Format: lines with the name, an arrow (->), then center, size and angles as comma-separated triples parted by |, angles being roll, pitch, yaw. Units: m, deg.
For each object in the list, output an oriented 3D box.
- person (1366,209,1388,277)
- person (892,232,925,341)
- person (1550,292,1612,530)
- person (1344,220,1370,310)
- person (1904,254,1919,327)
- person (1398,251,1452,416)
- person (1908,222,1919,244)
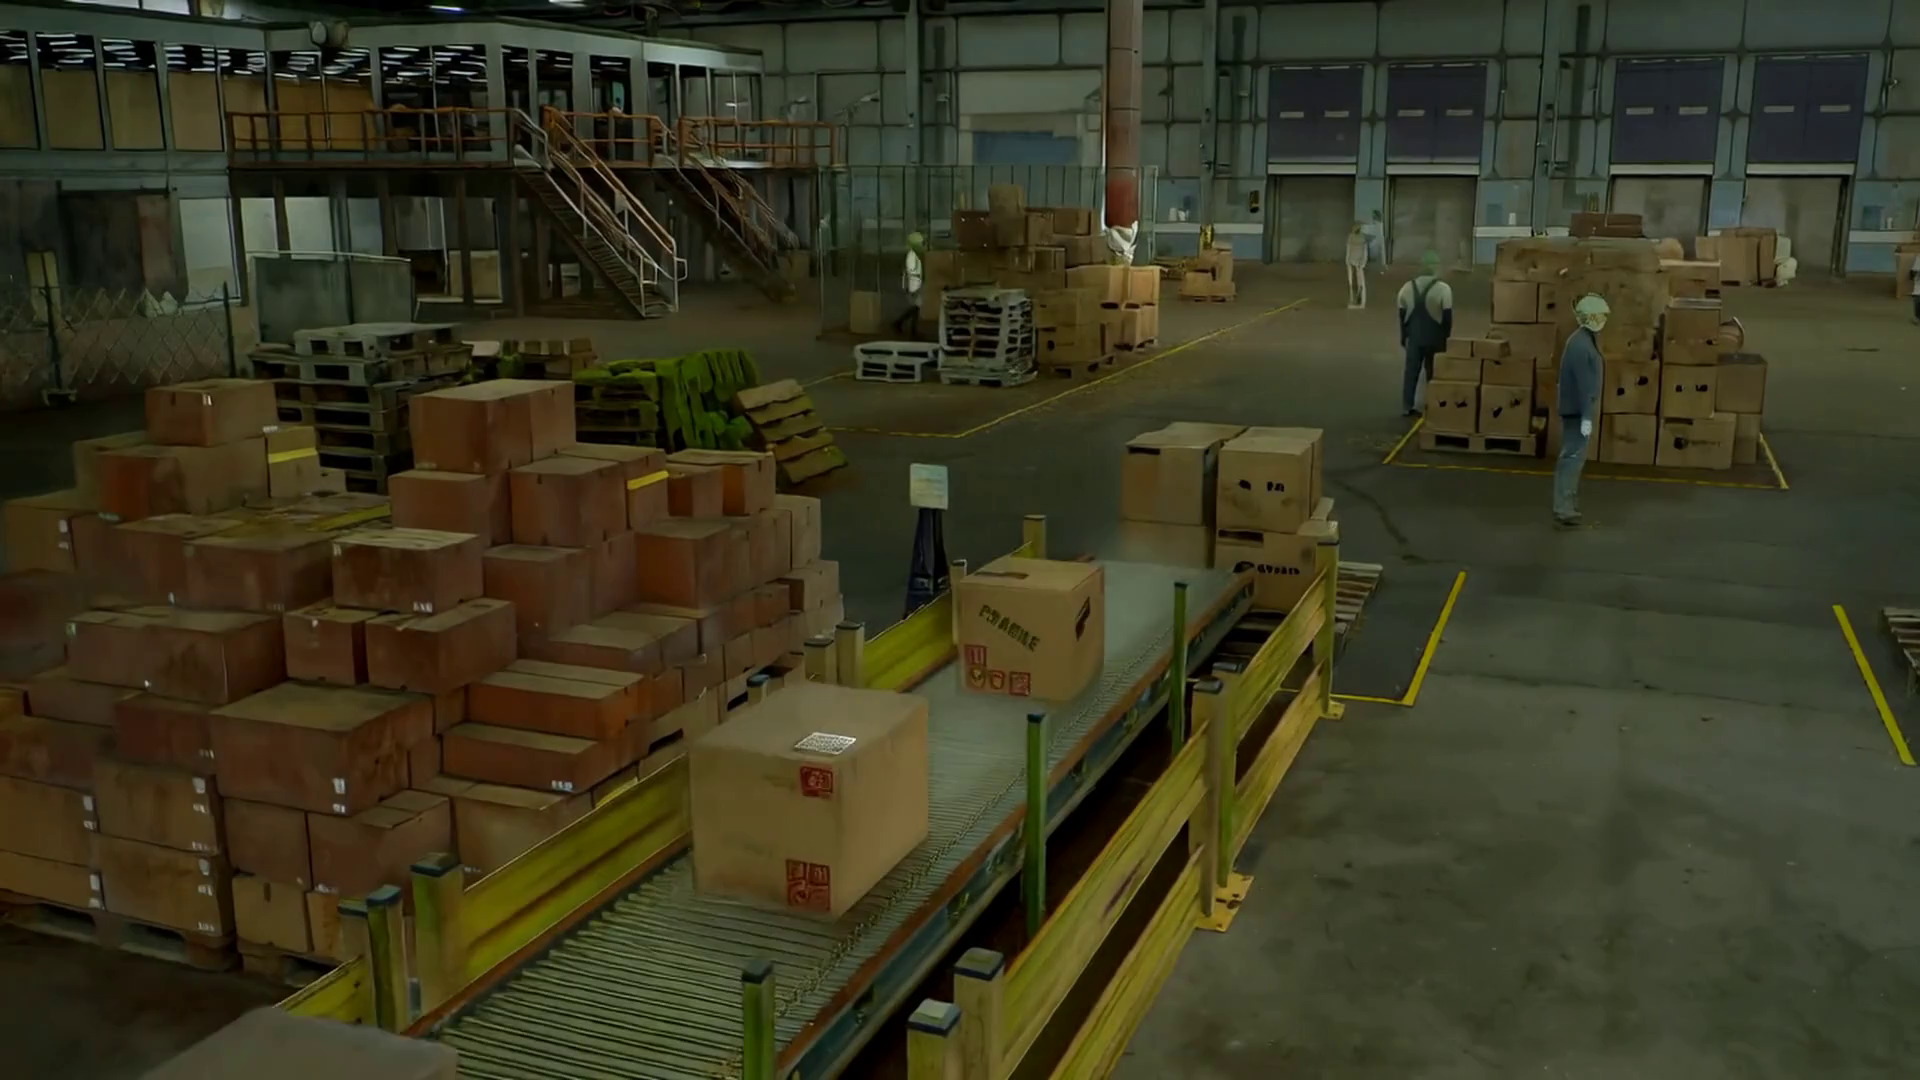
person -> 11.661, -8.403, 47.099 | 0.629, 1.906, 0.991 | -11, 17, -41
person -> -0.881, -4.479, 29.447 | 0.547, 1.919, 0.564 | 0, 13, 2
person -> 5.255, -1.093, 14.088 | 0.377, 1.997, 0.609 | 2, 13, 7
person -> 8.610, -5.969, 36.128 | 0.380, 1.932, 0.622 | -8, 15, -32
person -> 18.579, -4.960, 32.140 | 0.453, 1.690, 0.583 | -9, 15, -34
person -> 5.739, -2.524, 20.405 | 0.684, 2.000, 0.538 | 11, 17, 41
person -> 23.353, -6.918, 40.786 | 0.312, 1.744, 0.487 | 11, 16, 40
